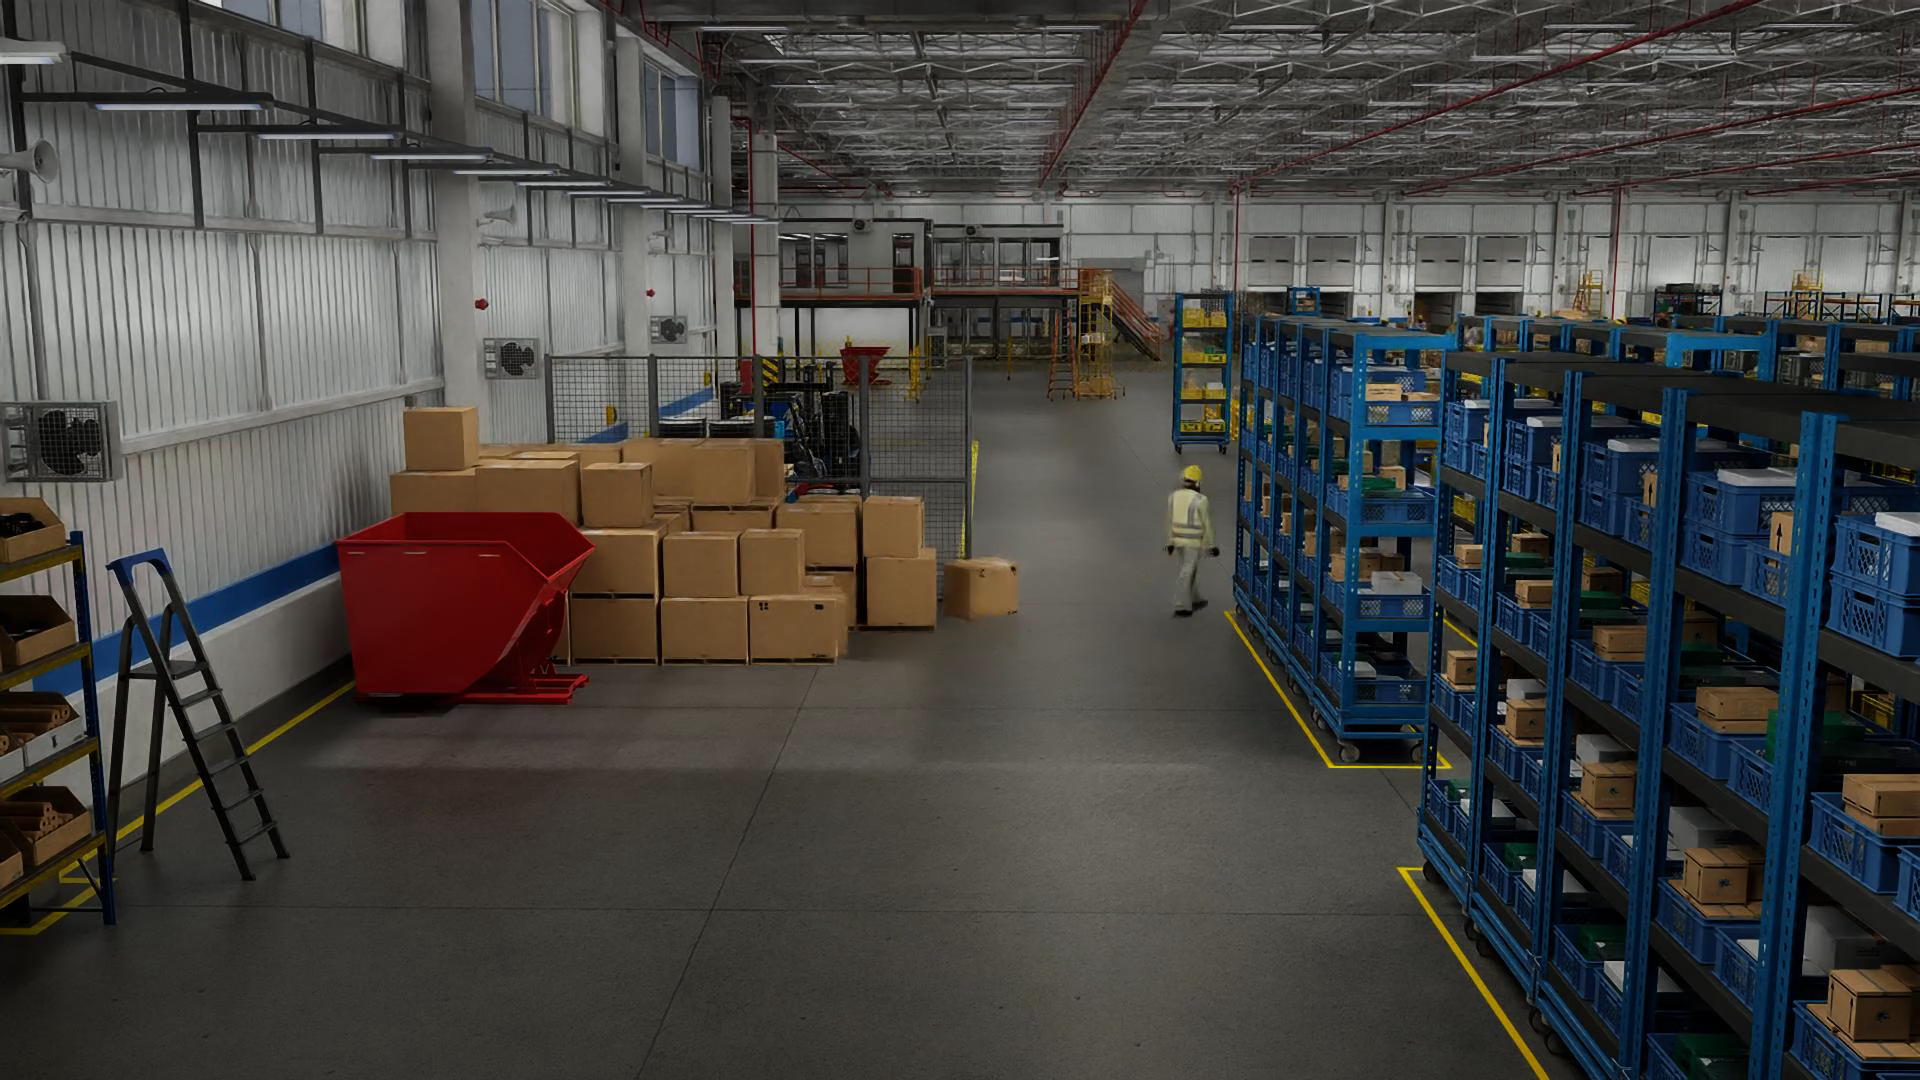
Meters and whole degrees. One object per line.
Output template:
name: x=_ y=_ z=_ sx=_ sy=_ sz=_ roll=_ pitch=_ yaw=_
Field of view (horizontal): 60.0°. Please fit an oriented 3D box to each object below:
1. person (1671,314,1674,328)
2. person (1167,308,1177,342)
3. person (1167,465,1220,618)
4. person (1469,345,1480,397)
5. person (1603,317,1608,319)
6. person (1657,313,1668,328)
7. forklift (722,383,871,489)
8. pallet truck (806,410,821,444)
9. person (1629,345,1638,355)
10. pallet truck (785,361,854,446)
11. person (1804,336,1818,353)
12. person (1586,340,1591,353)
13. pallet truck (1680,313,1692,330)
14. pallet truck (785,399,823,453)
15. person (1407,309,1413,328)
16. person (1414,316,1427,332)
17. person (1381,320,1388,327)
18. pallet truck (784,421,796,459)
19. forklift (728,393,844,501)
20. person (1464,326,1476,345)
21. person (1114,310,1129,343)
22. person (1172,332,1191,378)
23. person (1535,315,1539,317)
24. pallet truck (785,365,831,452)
person: x=38.726 y=-11.393 z=90.279 sx=0.331 sy=1.765 sz=0.533 roll=5 pitch=10 yaw=28
person: x=12.323 y=-12.476 z=96.367 sx=0.794 sy=1.969 sz=0.619 roll=-6 pitch=11 yaw=-32
person: x=2.822 y=0.013 z=19.788 sx=0.829 sy=1.795 sz=0.612 roll=-7 pitch=11 yaw=-36
person: x=16.650 y=-5.417 z=53.533 sx=0.532 sy=1.719 sz=0.859 roll=-3 pitch=10 yaw=-18
person: x=33.907 y=-10.927 z=87.639 sx=0.646 sy=1.680 sz=0.540 roll=1 pitch=9 yaw=8
person: x=36.191 y=-10.753 z=85.790 sx=1.030 sy=1.945 sz=0.607 roll=-7 pitch=12 yaw=-39
forklift: x=-2.893 y=-1.687 z=28.729 sx=2.680 sy=1.987 sz=1.157 roll=0 pitch=9 yaw=-1
pallet truck: x=-3.559 y=-2.018 z=33.905 sx=1.522 sy=1.261 sz=0.704 roll=0 pitch=9 yaw=-1
person: x=24.270 y=-6.529 z=59.418 sx=0.688 sy=2.000 sz=0.535 roll=9 pitch=13 yaw=44
pallet truck: x=-3.410 y=-3.193 z=38.978 sx=1.885 sy=1.965 sz=0.823 roll=0 pitch=9 yaw=-1
person: x=30.333 y=-6.472 z=59.435 sx=0.630 sy=1.924 sz=0.549 roll=-4 pitch=10 yaw=-23
person: x=25.678 y=-7.778 z=67.328 sx=0.718 sy=1.986 sz=0.407 roll=-5 pitch=10 yaw=-27
pallet truck: x=36.315 y=-10.531 z=84.244 sx=0.823 sy=1.965 sz=1.885 roll=-6 pitch=11 yaw=-33
pallet truck: x=-3.814 y=-2.432 z=36.419 sx=1.630 sy=1.274 sz=0.653 roll=0 pitch=9 yaw=1
person: x=25.637 y=-12.206 z=94.824 sx=0.396 sy=1.920 sz=0.585 roll=6 pitch=11 yaw=32
person: x=22.417 y=-9.966 z=81.003 sx=0.589 sy=1.923 sz=0.391 roll=3 pitch=10 yaw=19
person: x=19.823 y=-9.408 z=77.917 sx=0.900 sy=1.808 sz=0.634 roll=-8 pitch=12 yaw=-42
pallet truck: x=-4.013 y=-1.793 z=32.705 sx=1.601 sy=1.201 sz=0.680 roll=0 pitch=9 yaw=1
forklift: x=-2.979 y=-1.316 z=26.476 sx=2.680 sy=1.987 sz=1.157 roll=0 pitch=9 yaw=1
person: x=23.172 y=-9.018 z=75.542 sx=0.931 sy=1.805 sz=0.630 roll=-5 pitch=11 yaw=-29
person: x=9.253 y=-12.178 z=94.755 sx=0.912 sy=1.902 sz=0.578 roll=-5 pitch=11 yaw=-30
person: x=8.498 y=-7.129 z=63.649 sx=0.643 sy=1.867 sz=0.579 roll=2 pitch=9 yaw=11
person: x=28.324 y=-10.100 z=81.765 sx=0.630 sy=1.940 sz=0.372 roll=3 pitch=10 yaw=19
pallet truck: x=-3.774 y=-2.976 z=37.635 sx=1.885 sy=1.965 sz=0.823 roll=1 pitch=9 yaw=5
